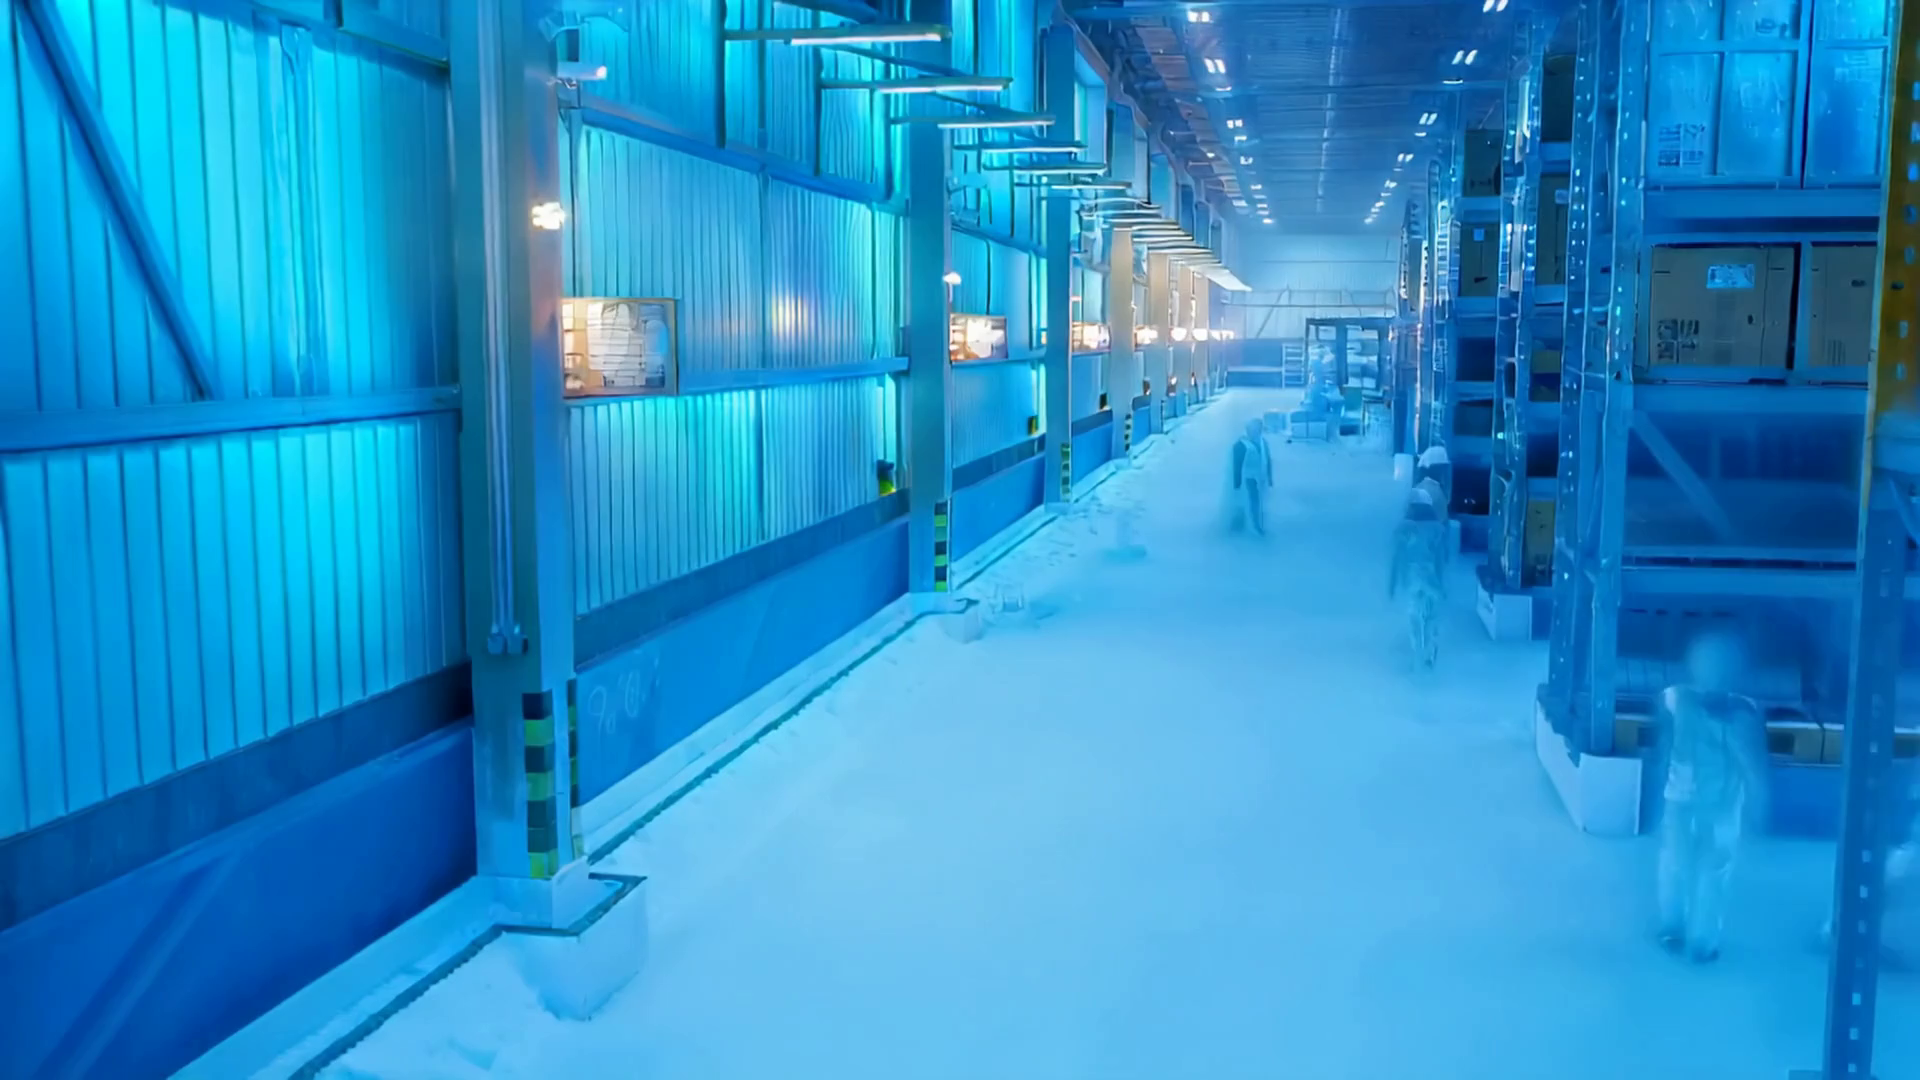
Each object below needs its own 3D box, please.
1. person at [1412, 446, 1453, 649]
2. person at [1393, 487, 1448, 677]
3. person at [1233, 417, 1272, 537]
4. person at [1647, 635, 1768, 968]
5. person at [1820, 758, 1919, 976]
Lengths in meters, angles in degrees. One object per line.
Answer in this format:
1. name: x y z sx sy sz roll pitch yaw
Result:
1. person: 4.636 0.066 16.375 0.389 1.992 0.625 6 9 39
2. person: 4.098 0.395 14.813 0.500 1.717 0.607 1 7 10
3. person: 4.444 -0.976 25.425 0.630 1.823 0.784 -5 8 -33
4. person: 3.679 1.272 8.187 0.535 1.623 0.444 4 8 29
5. person: 4.779 1.199 7.996 1.193 1.844 0.651 1 7 10
